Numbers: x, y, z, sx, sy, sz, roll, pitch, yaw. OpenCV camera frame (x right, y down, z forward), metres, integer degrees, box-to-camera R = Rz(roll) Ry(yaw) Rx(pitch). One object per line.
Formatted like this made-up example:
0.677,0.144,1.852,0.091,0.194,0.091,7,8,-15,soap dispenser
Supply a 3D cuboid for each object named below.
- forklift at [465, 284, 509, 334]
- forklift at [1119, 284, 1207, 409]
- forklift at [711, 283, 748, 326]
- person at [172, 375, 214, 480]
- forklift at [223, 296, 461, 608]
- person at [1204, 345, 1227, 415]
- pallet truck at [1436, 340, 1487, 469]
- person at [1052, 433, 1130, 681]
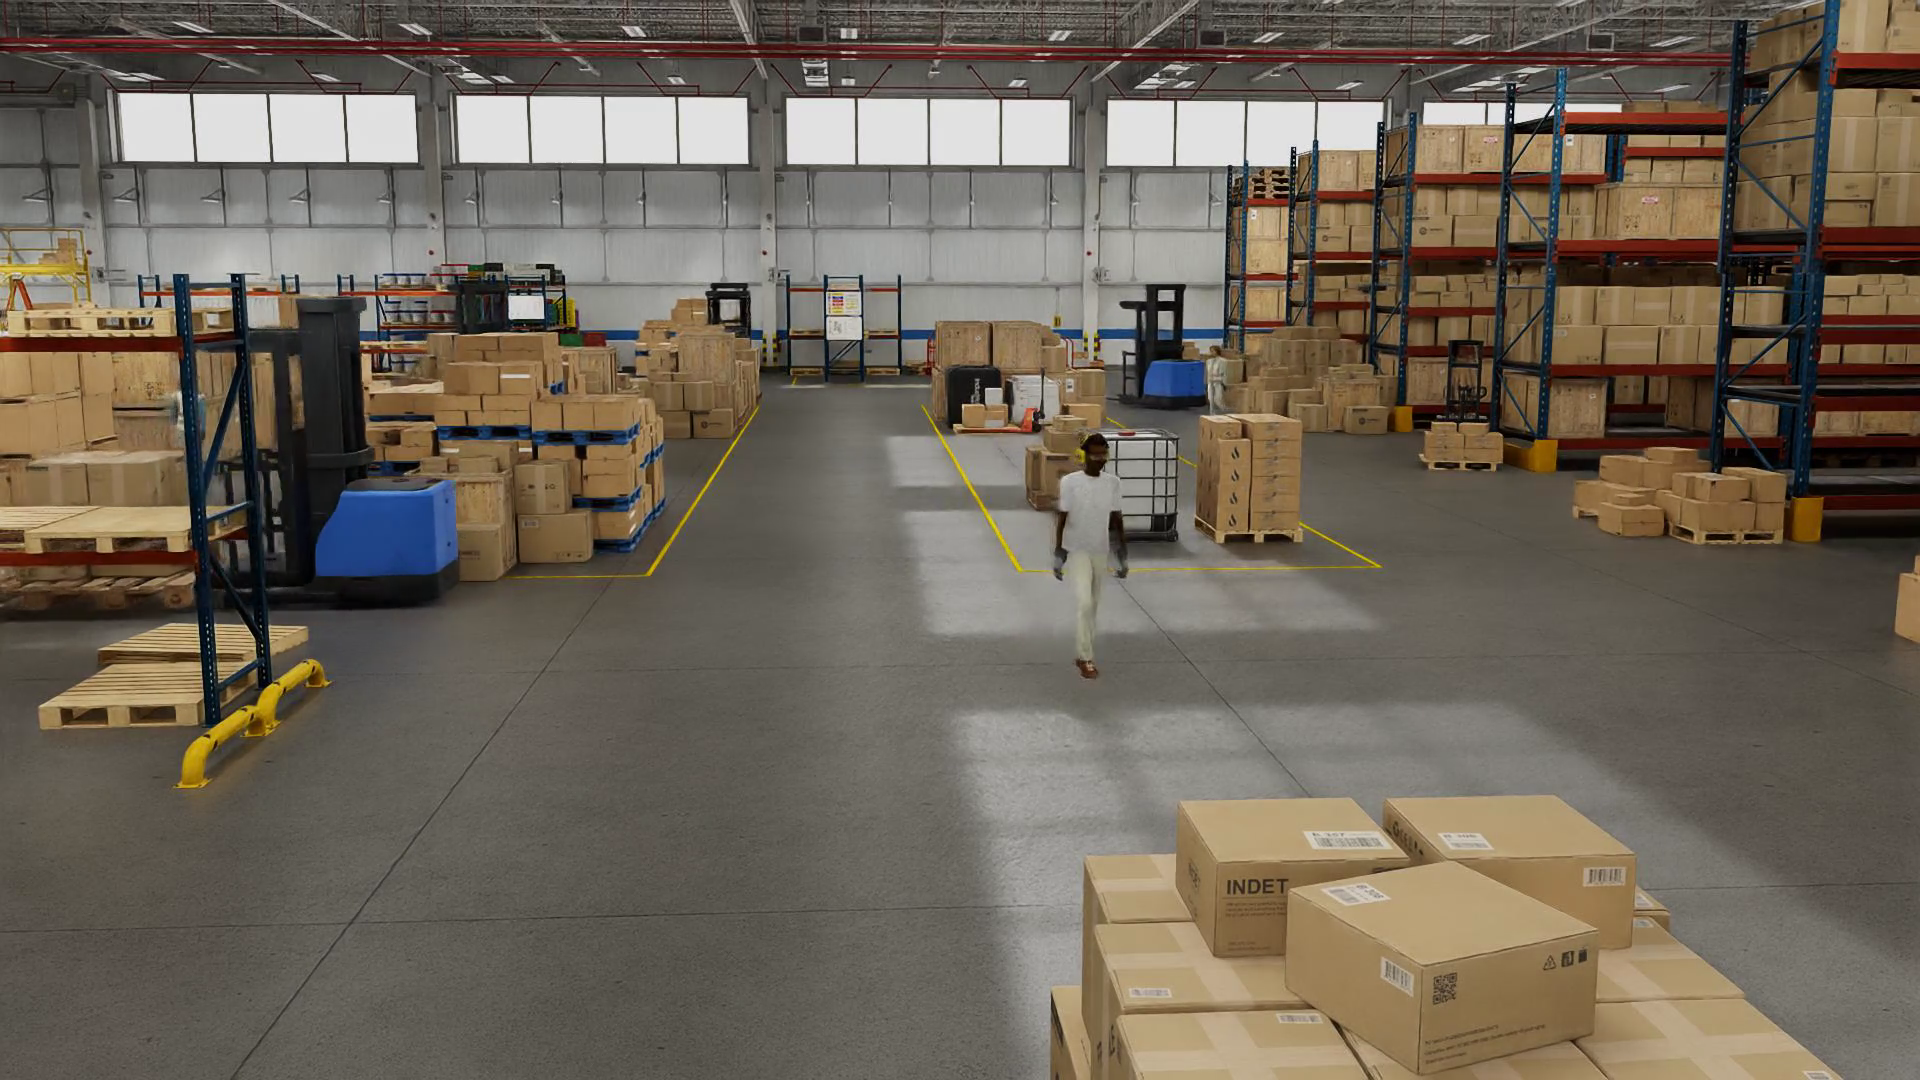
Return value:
-10.683,-4.419,37.778,1.129,2.768,1.873,-7,12,-38,forklift
4.670,-4.435,37.881,1.129,2.768,1.873,-6,11,-32,forklift
-5.891,-5.210,42.746,1.129,2.768,1.873,-1,9,-4,forklift
-11.171,-1.606,24.095,0.515,1.604,0.825,0,9,0,person
-5.717,-0.845,15.335,1.873,2.768,1.129,-1,9,-4,forklift
5.131,-3.113,33.499,0.375,1.624,0.536,-8,12,-41,person
8.004,-2.170,26.422,0.823,1.965,1.885,2,9,14,pallet truck
1.017,0.128,12.449,0.565,1.847,0.673,-4,10,-22,person
